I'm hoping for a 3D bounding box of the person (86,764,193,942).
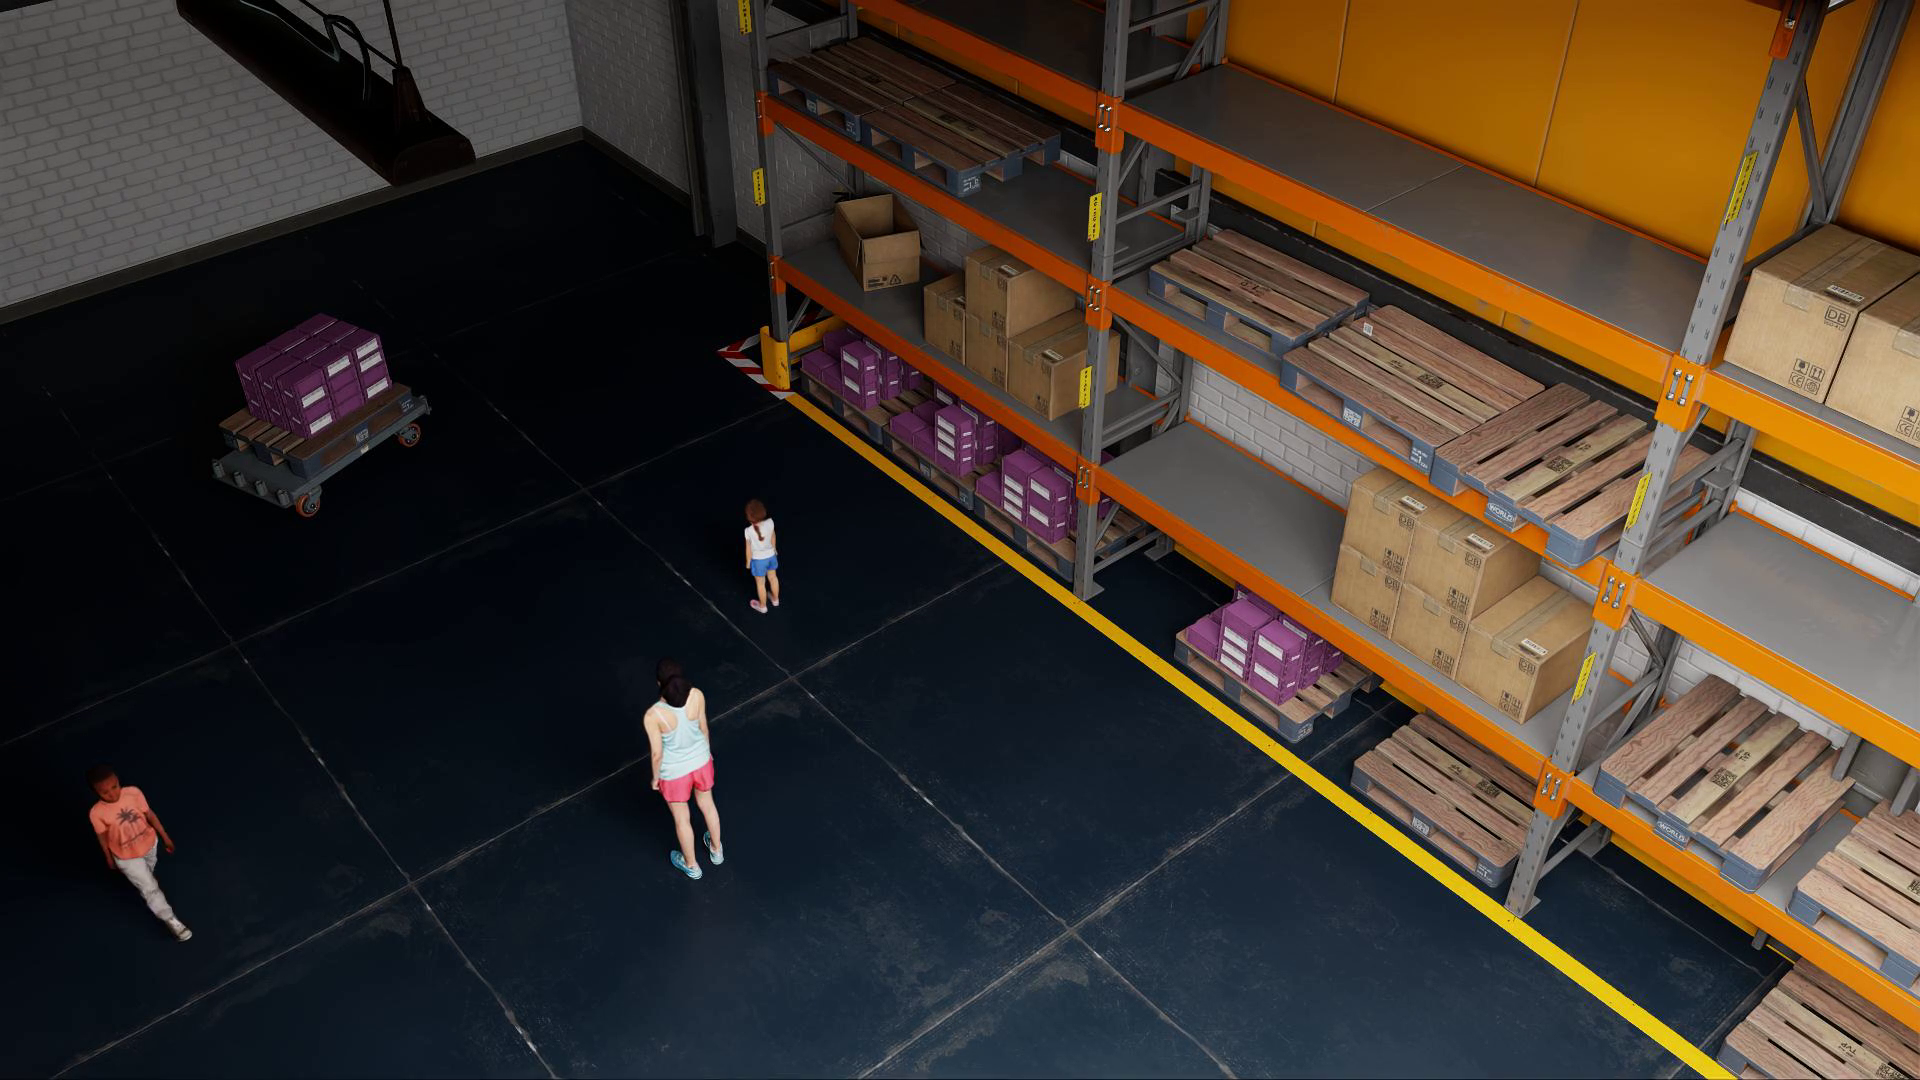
[{"bbox_3d":[-5.073,1.828,10.159,0.909,1.280,0.594,29,47,31],"label":"person"}]

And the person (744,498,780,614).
[{"bbox_3d":[-1.492,0.110,12.518,0.420,1.020,0.418,-25,45,-28],"label":"person"}]

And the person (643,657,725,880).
[{"bbox_3d":[-1.715,1.400,10.307,0.588,1.764,0.564,-26,45,-28],"label":"person"}]
